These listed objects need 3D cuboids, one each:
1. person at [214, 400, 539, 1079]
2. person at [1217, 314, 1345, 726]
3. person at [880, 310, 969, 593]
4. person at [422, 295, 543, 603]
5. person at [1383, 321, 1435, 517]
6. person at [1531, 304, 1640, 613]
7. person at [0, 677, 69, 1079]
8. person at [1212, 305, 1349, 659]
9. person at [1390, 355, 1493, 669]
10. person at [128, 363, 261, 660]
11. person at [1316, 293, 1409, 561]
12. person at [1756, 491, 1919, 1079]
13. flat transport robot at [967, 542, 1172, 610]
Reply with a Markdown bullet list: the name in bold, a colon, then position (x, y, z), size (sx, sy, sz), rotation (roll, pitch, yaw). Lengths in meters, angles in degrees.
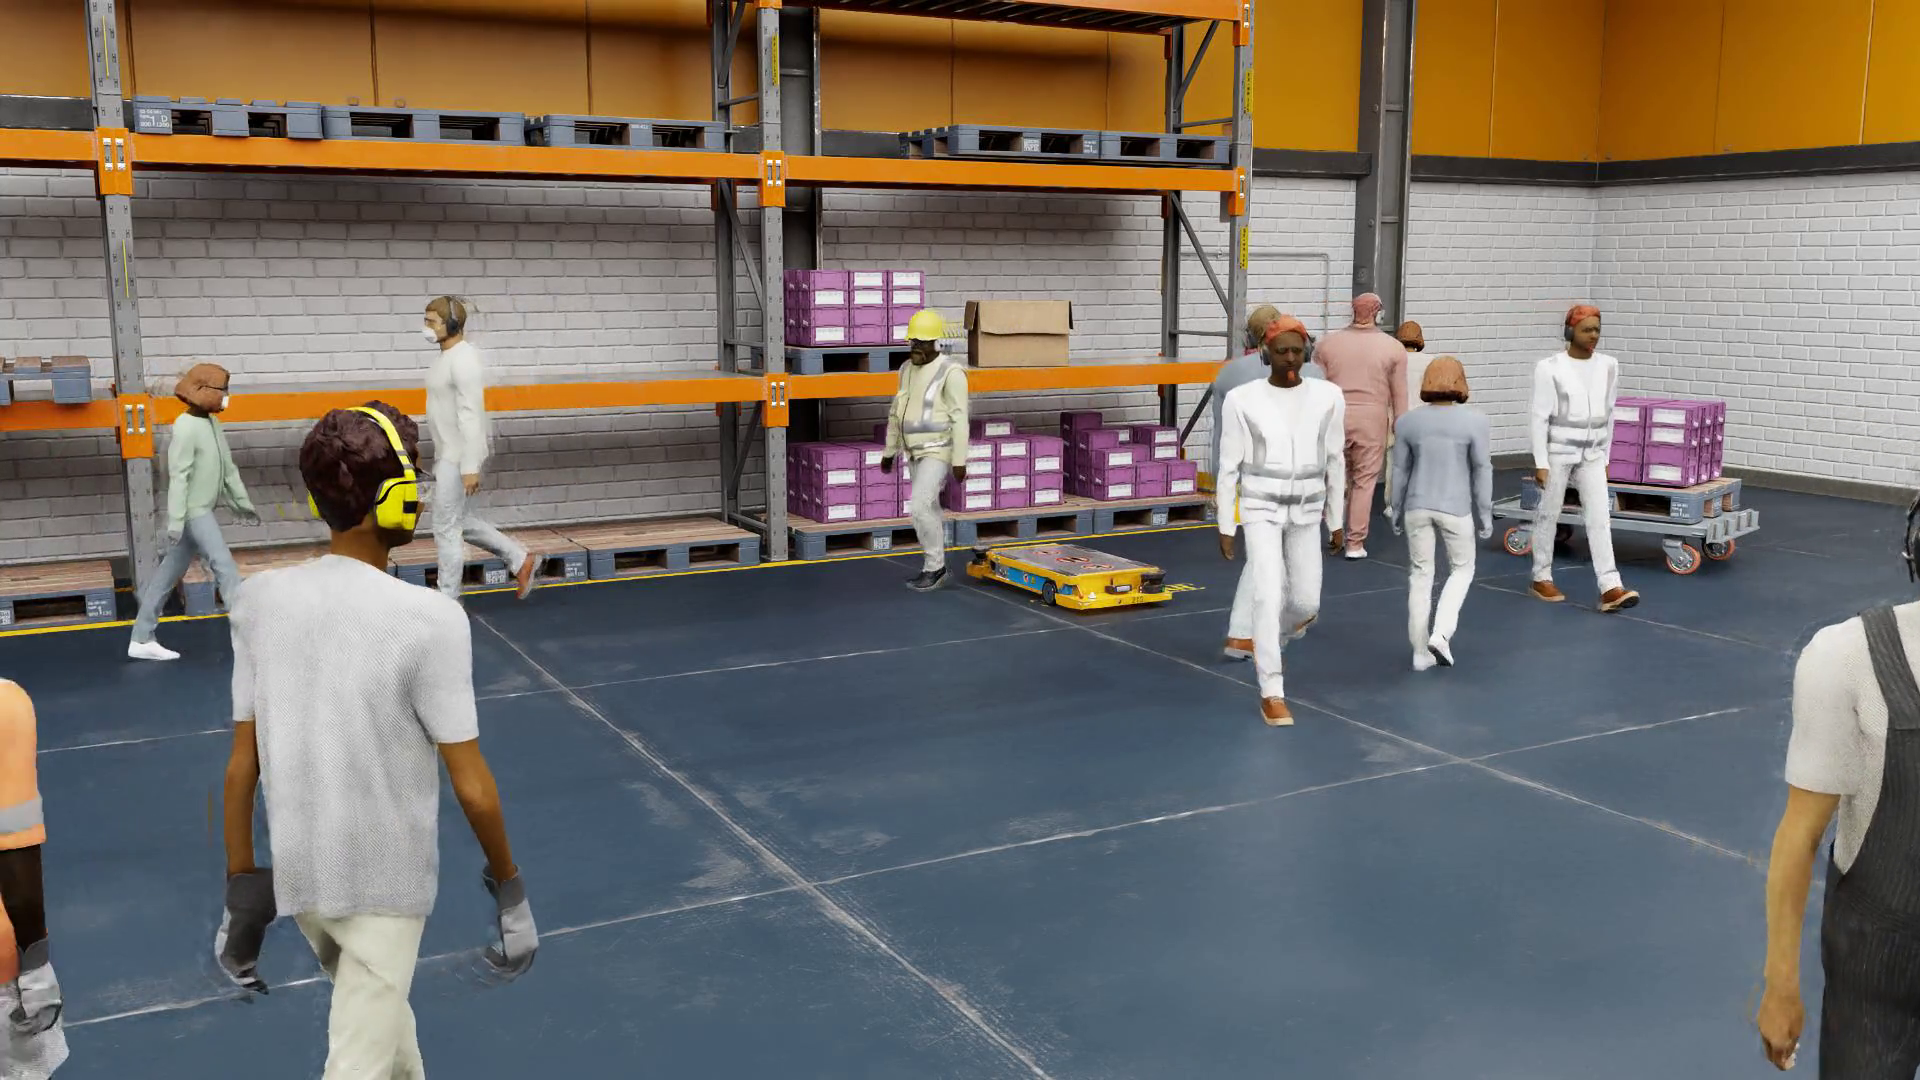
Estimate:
- **person**: position (-1.072, 0.652, 3.168), size (0.539, 1.818, 0.960), rotation (4, 10, 23)
- **person**: position (1.464, -0.112, 7.697), size (0.591, 1.865, 0.656), rotation (-1, 9, -6)
- **person**: position (-0.235, -0.557, 10.605), size (0.471, 1.802, 0.648), rotation (-6, 11, -33)
- **person**: position (-2.884, -0.475, 9.760), size (0.783, 1.916, 0.637), rotation (-5, 11, -28)
- **person**: position (3.706, -0.995, 13.781), size (0.499, 1.633, 0.282), rotation (3, 10, 19)
- **person**: position (3.737, -0.481, 10.006), size (0.609, 1.837, 0.954), rotation (-2, 9, -10)
- **person**: position (-1.898, 0.758, 2.979), size (0.540, 1.679, 0.651), rotation (2, 10, 13)
- **person**: position (1.680, -0.324, 8.988), size (0.646, 1.872, 1.061), rotation (8, 12, 41)
- **person**: position (2.460, -0.134, 8.524), size (0.546, 1.620, 0.345), rotation (6, 11, 33)
- **person**: position (-3.963, -0.134, 8.689), size (0.889, 1.578, 0.515), rotation (-2, 10, -12)
- **person**: position (2.859, -0.807, 11.870), size (0.663, 1.883, 0.623), rotation (5, 11, 29)
- **person**: position (1.624, 0.715, 2.844), size (0.525, 1.817, 0.845), rotation (1, 9, 7)
- **flat transport robot**: position (0.667, 0.207, 10.595), size (0.652, 0.197, 1.431), rotation (-5, 11, -28)
